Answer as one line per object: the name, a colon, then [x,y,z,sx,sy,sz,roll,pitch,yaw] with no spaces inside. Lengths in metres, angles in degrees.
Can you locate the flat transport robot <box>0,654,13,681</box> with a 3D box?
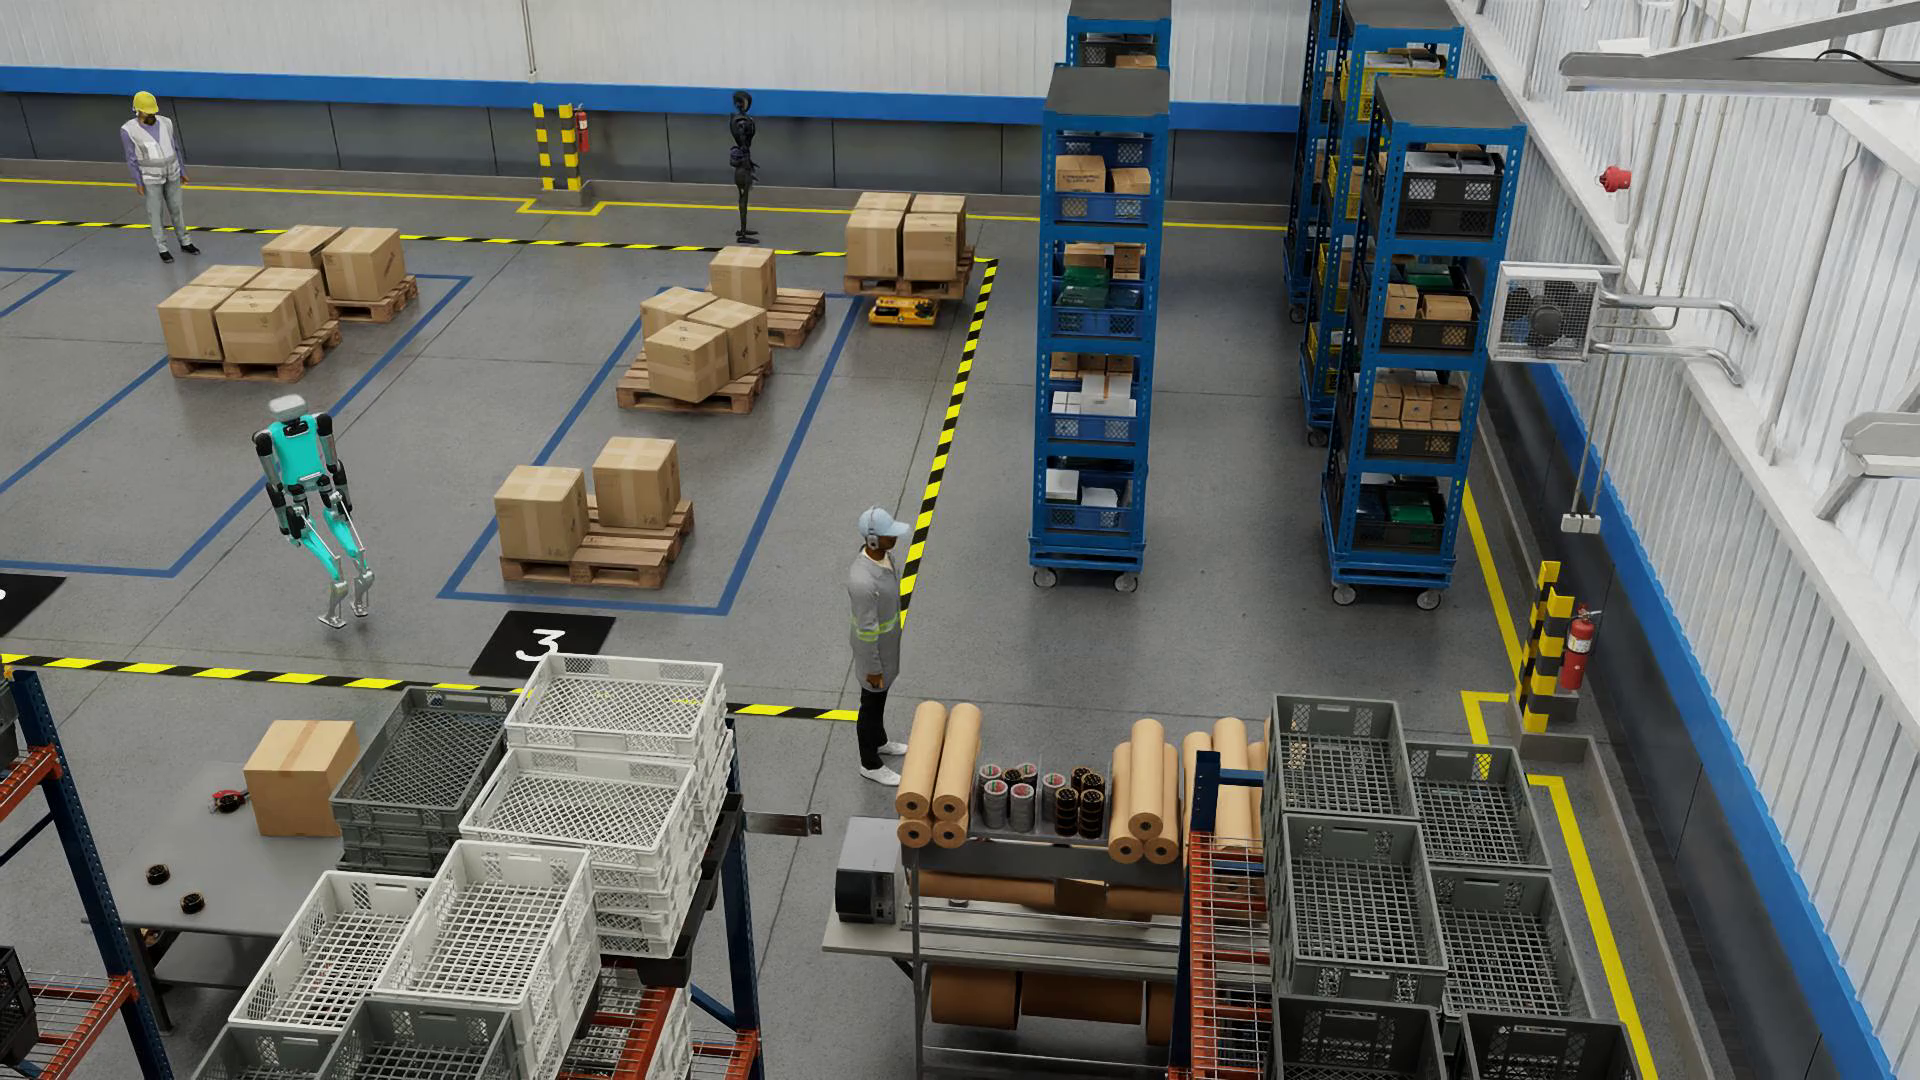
flat transport robot: [-7.142,0.969,11.010,1.431,0.231,0.659,3,30,6]

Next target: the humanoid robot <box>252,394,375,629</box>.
humanoid robot: [-4.313,-0.136,11.316,0.533,1.675,0.735,-25,39,-36]

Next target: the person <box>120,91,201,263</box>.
person: [-8.571,-3.901,17.829,0.403,1.823,0.588,21,36,32]

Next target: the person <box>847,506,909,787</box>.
person: [-0.477,0.625,10.027,0.365,1.852,0.589,4,30,7]

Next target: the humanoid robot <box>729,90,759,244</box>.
humanoid robot: [-2.377,-4.135,18.364,0.315,1.653,0.599,-2,30,-4]

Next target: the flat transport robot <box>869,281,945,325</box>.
flat transport robot: [-0.507,-2.580,17.077,0.652,0.197,1.431,3,30,6]
